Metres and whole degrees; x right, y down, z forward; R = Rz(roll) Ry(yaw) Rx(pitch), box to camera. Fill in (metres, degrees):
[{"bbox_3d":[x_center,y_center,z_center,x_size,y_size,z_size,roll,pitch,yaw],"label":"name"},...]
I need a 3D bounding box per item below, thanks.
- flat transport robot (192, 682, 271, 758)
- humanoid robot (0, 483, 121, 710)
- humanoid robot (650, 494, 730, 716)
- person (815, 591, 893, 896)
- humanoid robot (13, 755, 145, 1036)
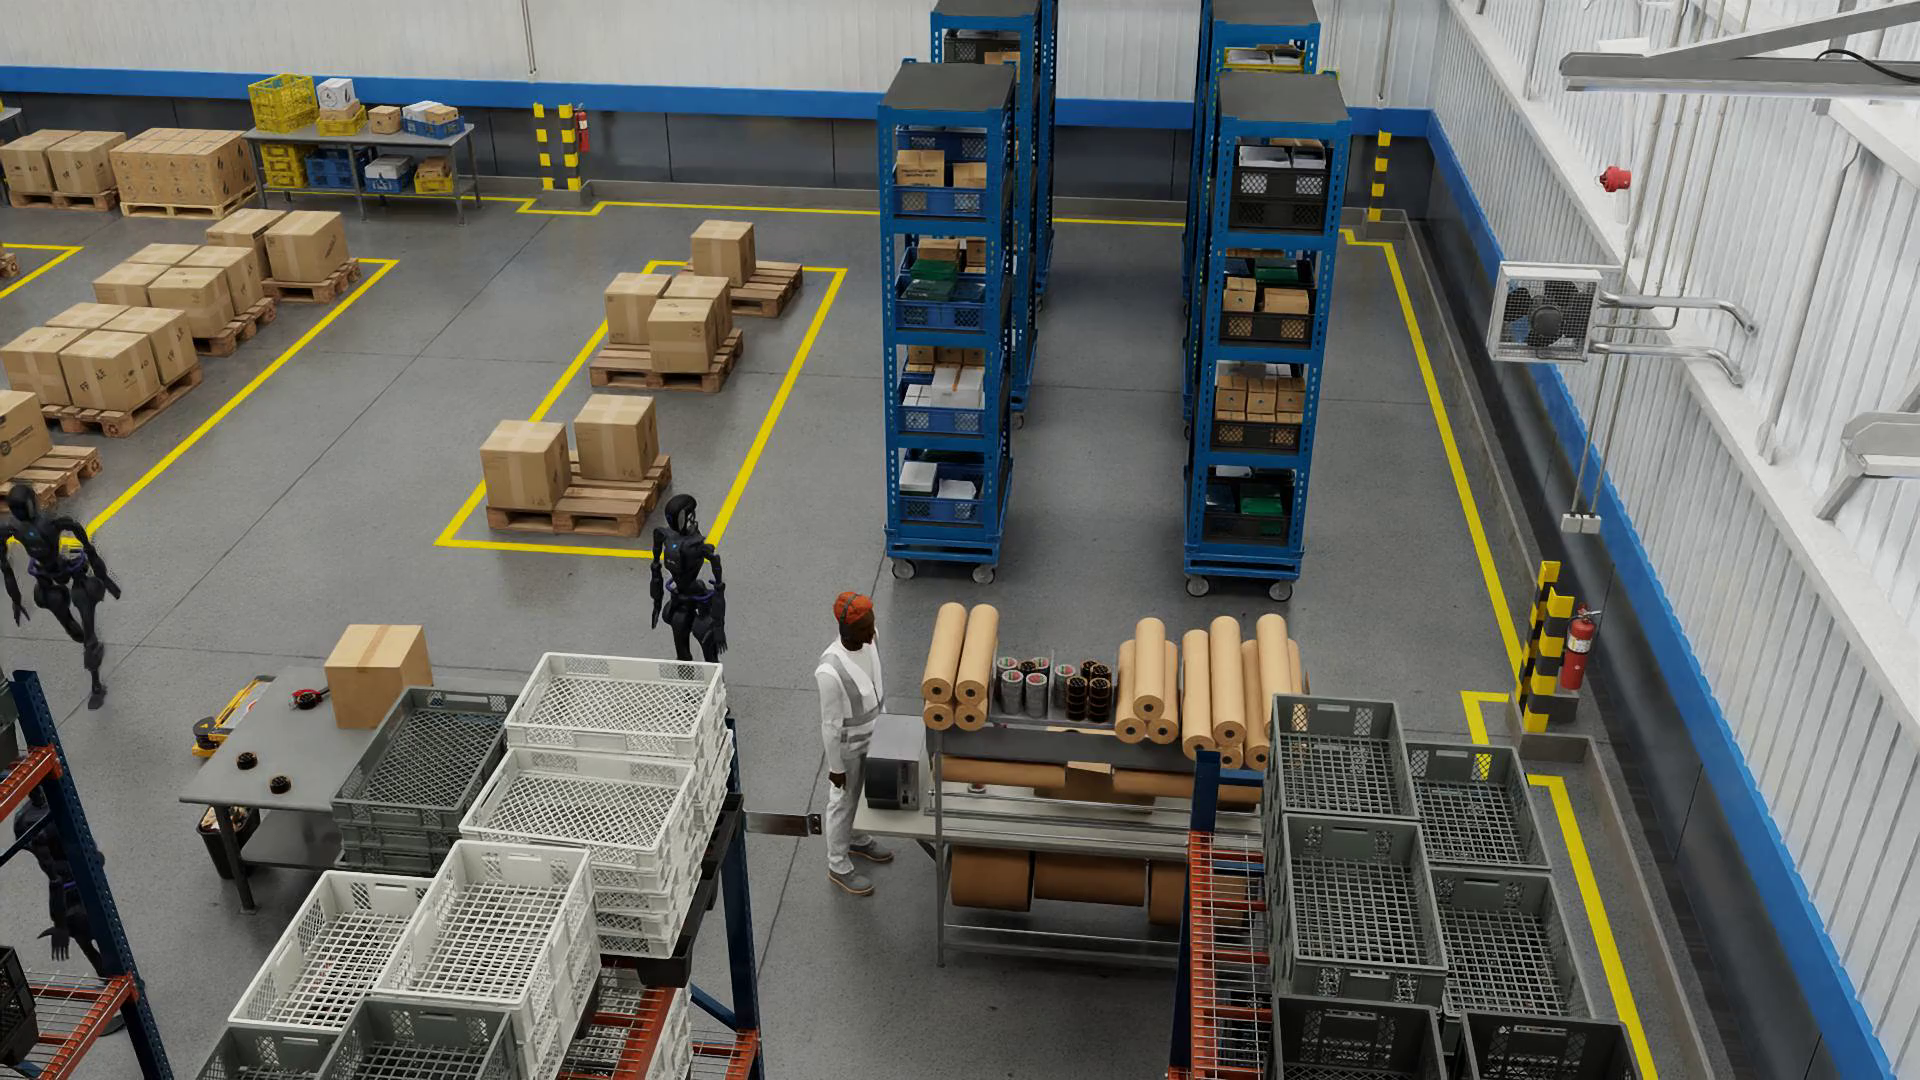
[{"bbox_3d":[-4.089,1.163,10.648,1.431,0.197,0.652,3,30,6],"label":"flat transport robot"},{"bbox_3d":[-5.884,0.259,10.888,0.628,1.611,0.745,-5,31,-8],"label":"humanoid robot"},{"bbox_3d":[-1.696,0.452,10.481,0.602,1.658,0.324,16,34,25],"label":"humanoid robot"},{"bbox_3d":[-0.582,1.096,9.185,0.337,1.882,0.582,11,32,19],"label":"person"},{"bbox_3d":[-4.403,1.749,8.259,0.326,1.655,0.609,-11,32,-18],"label":"humanoid robot"}]
